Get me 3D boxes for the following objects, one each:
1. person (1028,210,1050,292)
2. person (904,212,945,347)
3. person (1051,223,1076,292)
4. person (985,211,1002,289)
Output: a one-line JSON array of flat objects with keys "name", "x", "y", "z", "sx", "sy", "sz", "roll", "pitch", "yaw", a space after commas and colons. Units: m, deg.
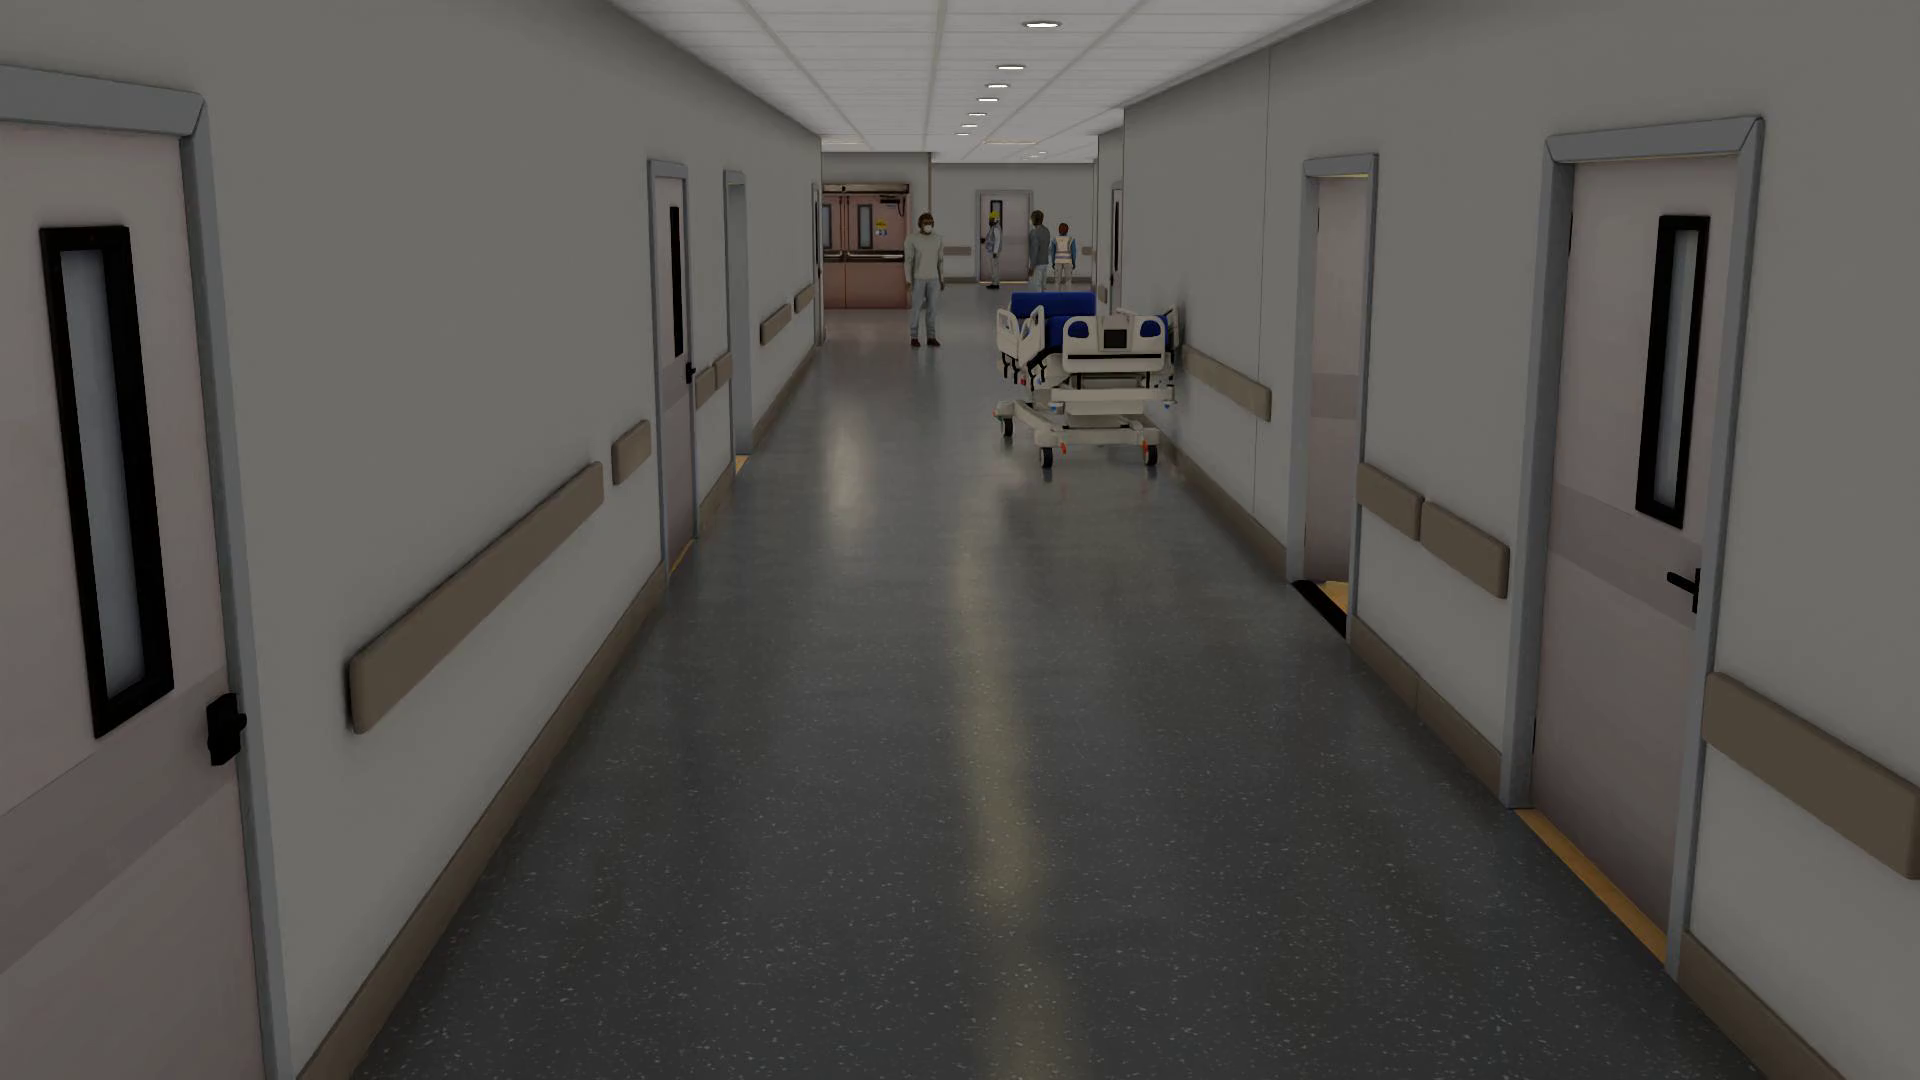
[{"name": "person", "x": 1.356, "y": -4.773, "z": 29.000, "sx": 0.362, "sy": 1.938, "sz": 0.636, "roll": 5, "pitch": 13, "yaw": 25}, {"name": "person", "x": -0.510, "y": -3.781, "z": 24.174, "sx": 0.635, "sy": 1.936, "sz": 0.355, "roll": -5, "pitch": 13, "yaw": -25}, {"name": "person", "x": 2.114, "y": -5.641, "z": 33.955, "sx": 0.514, "sy": 1.645, "sz": 0.307, "roll": 3, "pitch": 12, "yaw": 13}, {"name": "person", "x": 0.802, "y": -6.891, "z": 39.567, "sx": 0.404, "sy": 1.836, "sz": 0.600, "roll": -1, "pitch": 12, "yaw": -5}]
